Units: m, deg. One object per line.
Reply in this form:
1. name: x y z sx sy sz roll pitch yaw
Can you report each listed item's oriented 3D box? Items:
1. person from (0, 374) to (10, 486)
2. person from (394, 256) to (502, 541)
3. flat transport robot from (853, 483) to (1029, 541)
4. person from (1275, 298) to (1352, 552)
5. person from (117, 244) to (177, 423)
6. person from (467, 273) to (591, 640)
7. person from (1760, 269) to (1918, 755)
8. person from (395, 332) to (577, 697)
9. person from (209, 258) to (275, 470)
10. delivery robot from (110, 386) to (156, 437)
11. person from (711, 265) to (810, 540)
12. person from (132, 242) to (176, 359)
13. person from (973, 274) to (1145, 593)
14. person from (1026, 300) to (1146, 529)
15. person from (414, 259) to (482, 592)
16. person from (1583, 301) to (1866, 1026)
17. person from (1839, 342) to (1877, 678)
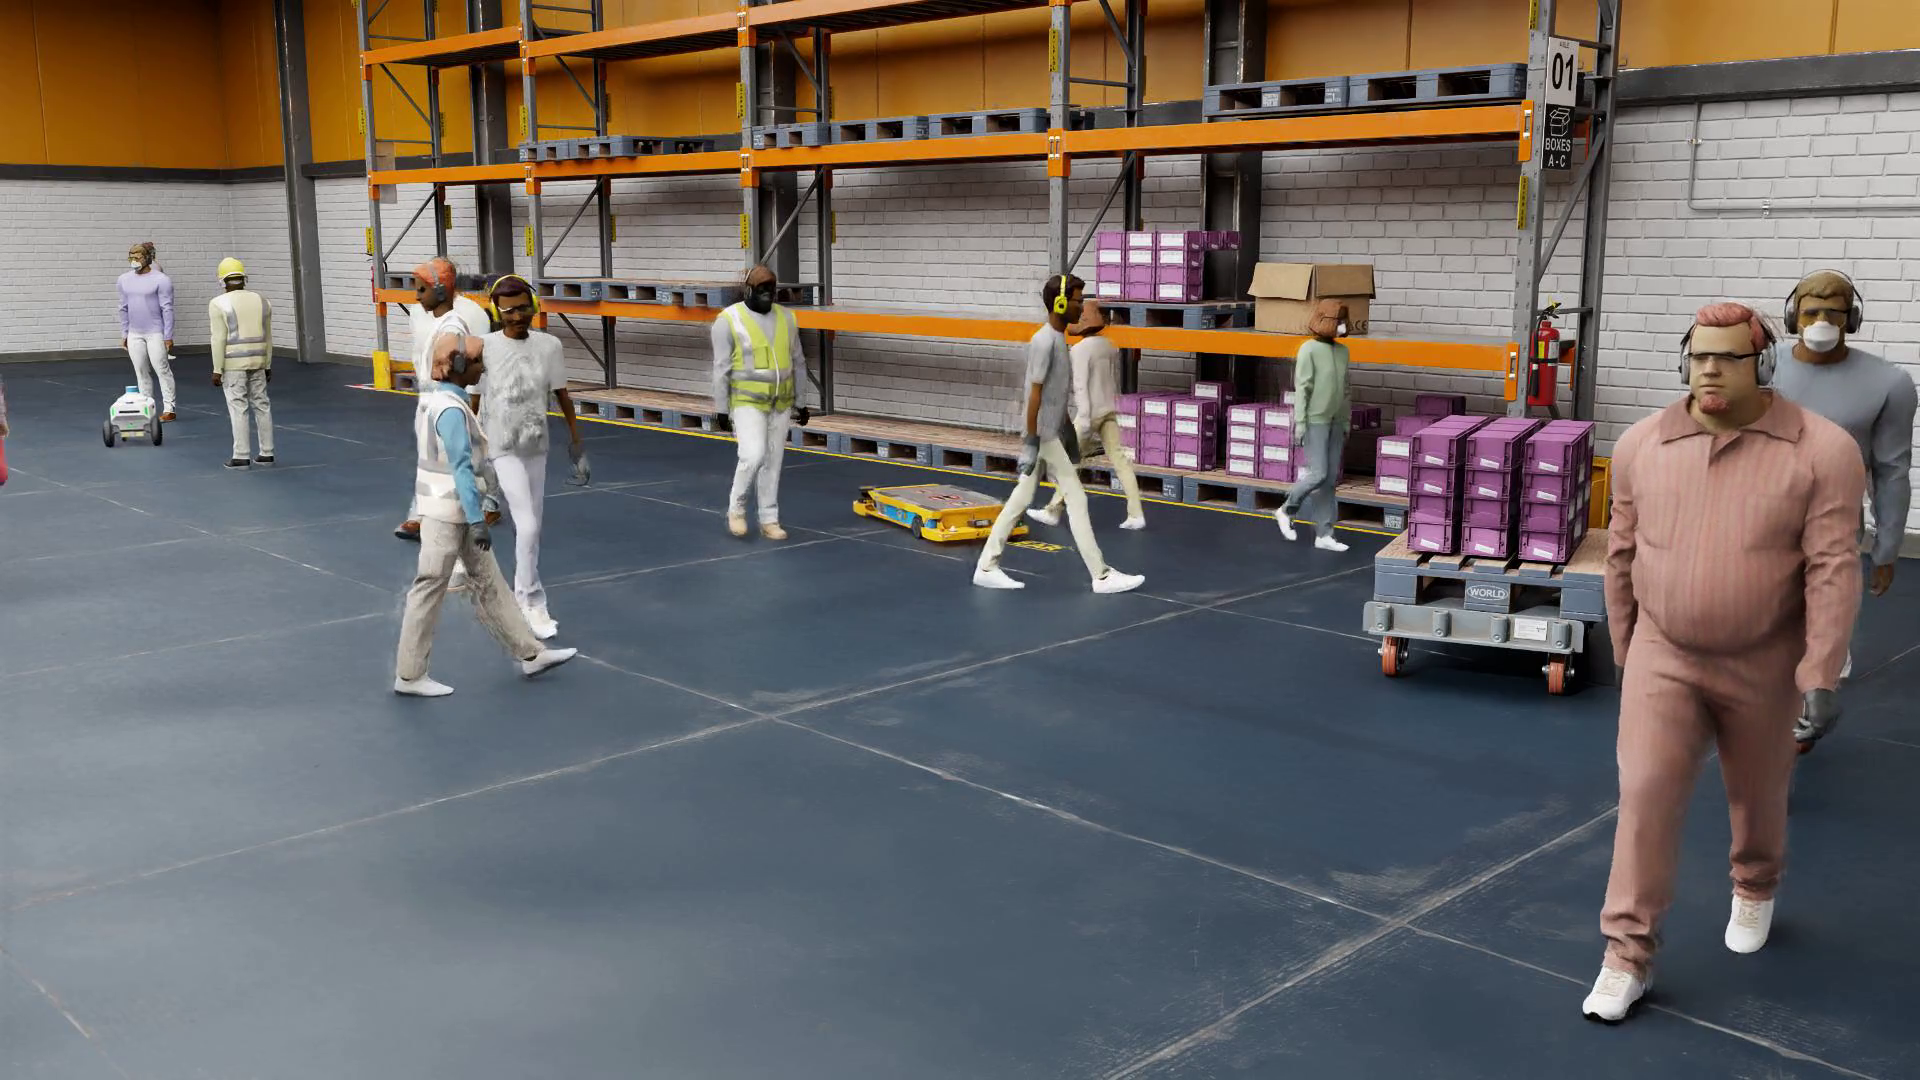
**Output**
1. person: -6.260 -0.747 10.403 0.444 1.749 0.536 6 12 31
2. person: -3.432 -0.954 11.178 0.651 1.884 1.012 4 11 19
3. flat transport robot: -0.157 -0.211 11.524 0.652 0.197 1.431 -5 12 -27
4. person: 2.316 -0.740 10.699 0.522 1.619 0.421 -9 14 -40
5. person: -8.784 -2.226 18.004 0.623 1.932 0.368 2 11 11
6. person: -2.173 -0.412 8.358 0.661 1.828 0.637 -9 14 -42
7. person: 3.028 -0.011 5.977 0.636 1.919 0.786 5 12 26
8. person: -2.128 -0.108 7.333 0.850 1.591 0.546 -3 11 -15
9. person: -6.243 -1.524 14.435 0.404 1.828 0.592 6 12 30
10. delivery robot: -8.030 -1.249 16.155 0.477 0.478 0.707 -4 11 -20
11. person: -1.313 -0.896 11.025 0.642 1.830 0.436 -8 13 -38
12. person: -13.152 -3.893 27.125 0.642 1.913 0.408 5 12 27
13. person: 0.528 -0.589 9.417 0.999 1.803 0.520 1 10 4
14. person: 0.917 -0.858 11.479 0.847 1.584 0.530 7 13 34
15. person: -2.919 -0.650 9.507 0.354 1.887 0.573 -4 11 -19
16. person: 2.038 0.295 4.460 0.642 1.861 1.004 7 13 34
17. person: 3.815 -0.128 7.388 0.529 1.613 0.356 6 12 28
